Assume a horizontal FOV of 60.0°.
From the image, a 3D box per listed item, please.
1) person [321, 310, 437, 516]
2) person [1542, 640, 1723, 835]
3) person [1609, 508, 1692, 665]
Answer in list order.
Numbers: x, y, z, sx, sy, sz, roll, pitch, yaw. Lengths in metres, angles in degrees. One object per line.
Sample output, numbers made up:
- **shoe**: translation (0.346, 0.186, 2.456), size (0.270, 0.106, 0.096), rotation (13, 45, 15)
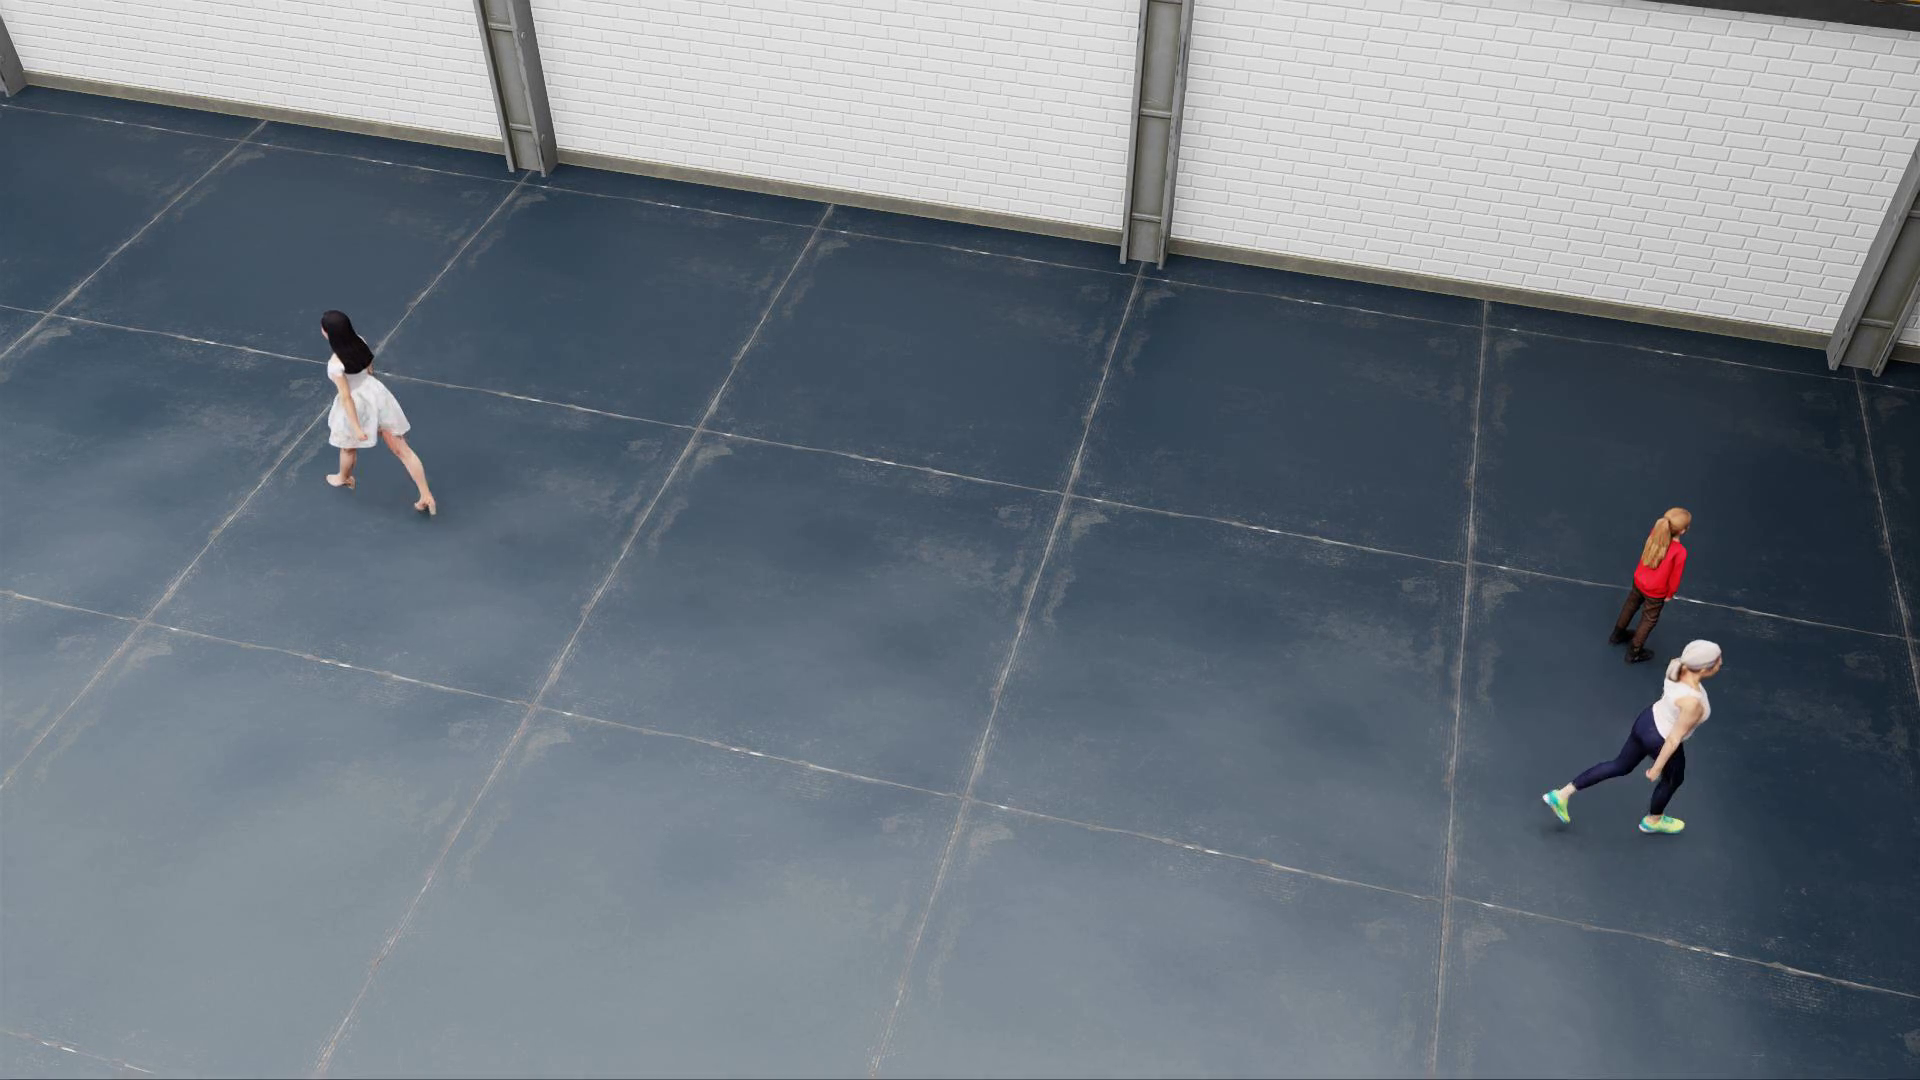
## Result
- **person**: translation (-4.186, -0.869, 11.992), size (1.206, 1.719, 0.725), rotation (16, 46, 16)
- **person**: translation (4.038, 1.200, 9.858), size (1.188, 1.666, 0.775), rotation (1, 44, 1)
- **person**: translation (4.625, 0.285, 11.097), size (0.623, 1.282, 0.575), rotation (-15, 46, -15)
